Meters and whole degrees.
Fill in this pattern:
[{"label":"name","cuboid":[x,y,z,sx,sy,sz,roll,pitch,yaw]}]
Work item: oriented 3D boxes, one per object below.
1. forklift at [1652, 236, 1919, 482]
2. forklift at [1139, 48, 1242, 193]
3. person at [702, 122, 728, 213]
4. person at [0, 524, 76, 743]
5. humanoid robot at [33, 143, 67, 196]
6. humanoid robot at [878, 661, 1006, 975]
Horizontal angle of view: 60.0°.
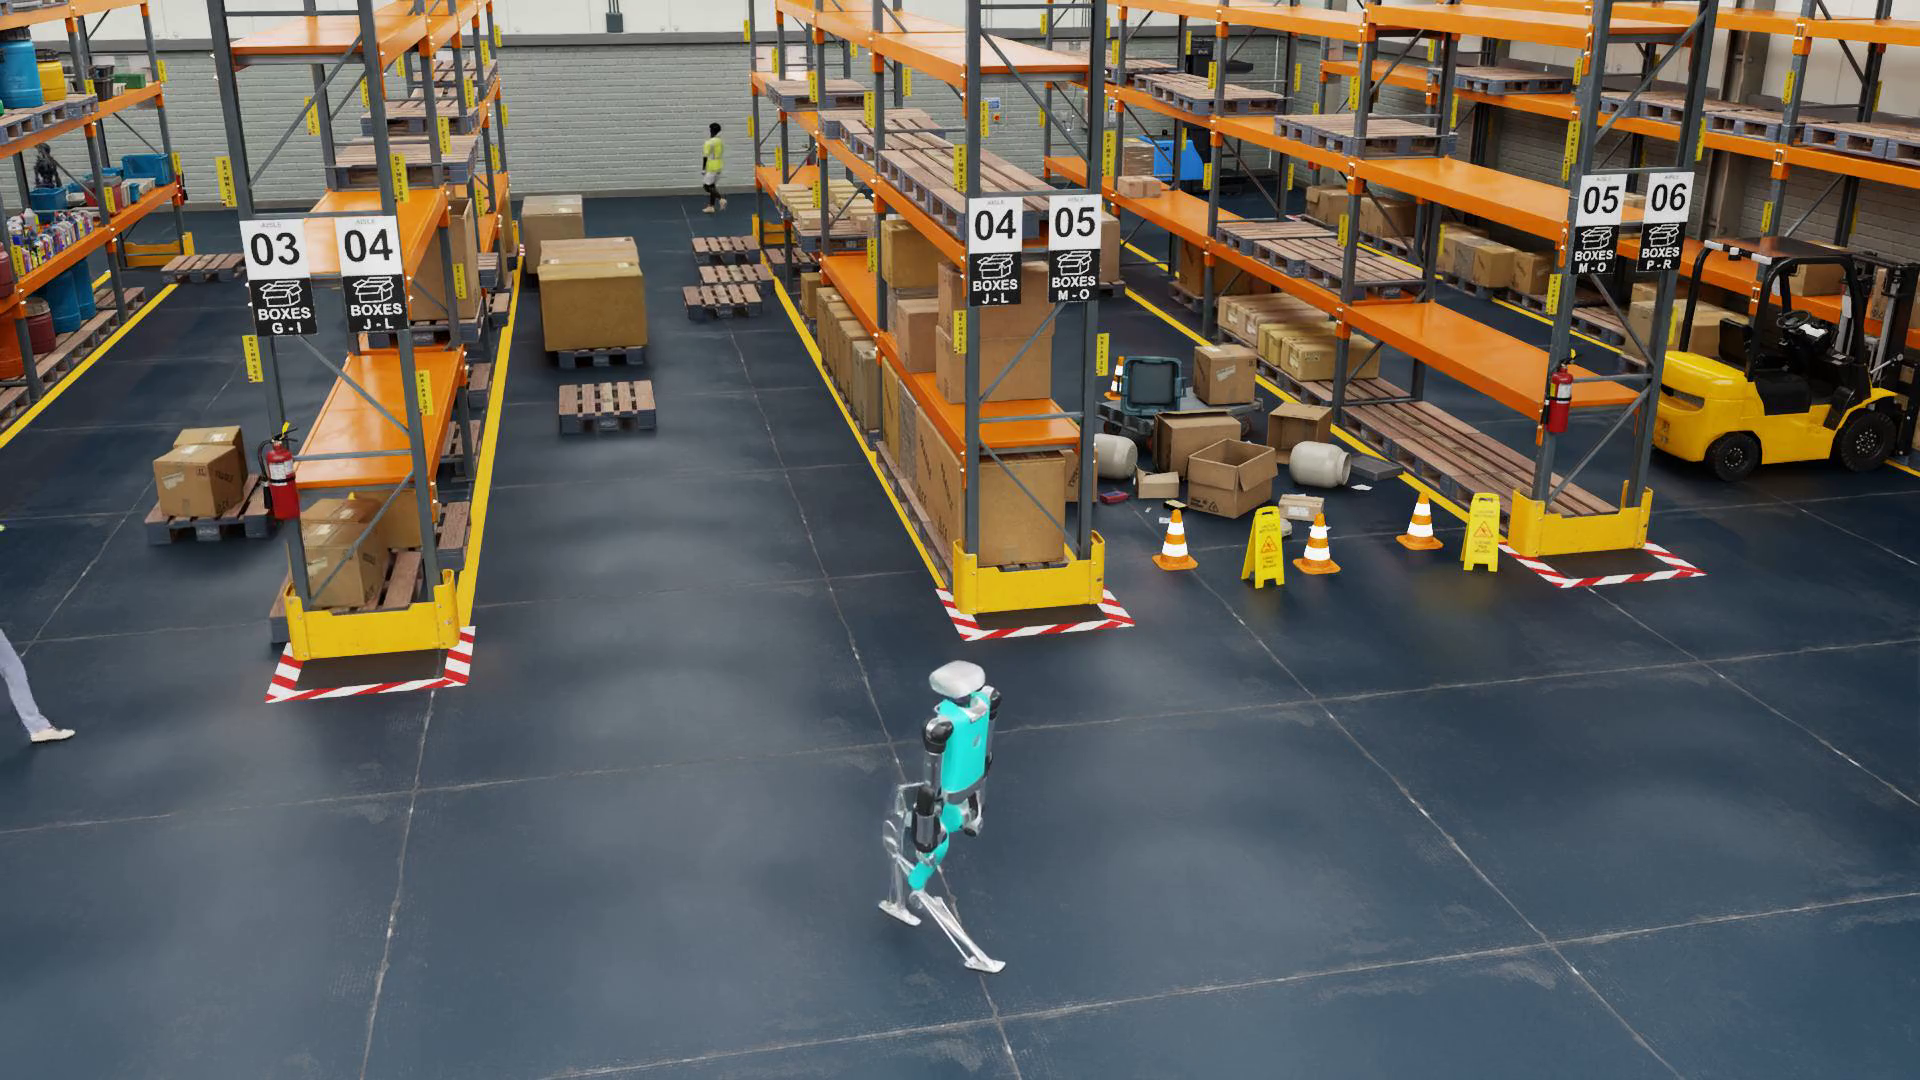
[{"label":"forklift","cuboid":[8.013,-1.814,16.330,2.313,2.155,1.214,-4,21,-12]},{"label":"forklift","cuboid":[4.566,-8.313,32.860,1.873,2.768,1.129,-4,21,-12]},{"label":"person","cuboid":[-4.533,-6.827,30.579,0.548,1.655,0.558,9,22,22]},{"label":"person","cuboid":[-6.326,0.582,10.573,0.913,1.698,0.525,-6,21,-16]},{"label":"humanoid robot","cuboid":[-15.315,-5.878,28.043,0.743,1.625,0.607,3,21,9]},{"label":"humanoid robot","cuboid":[-0.216,1.376,8.467,1.055,1.758,0.544,15,25,34]}]
